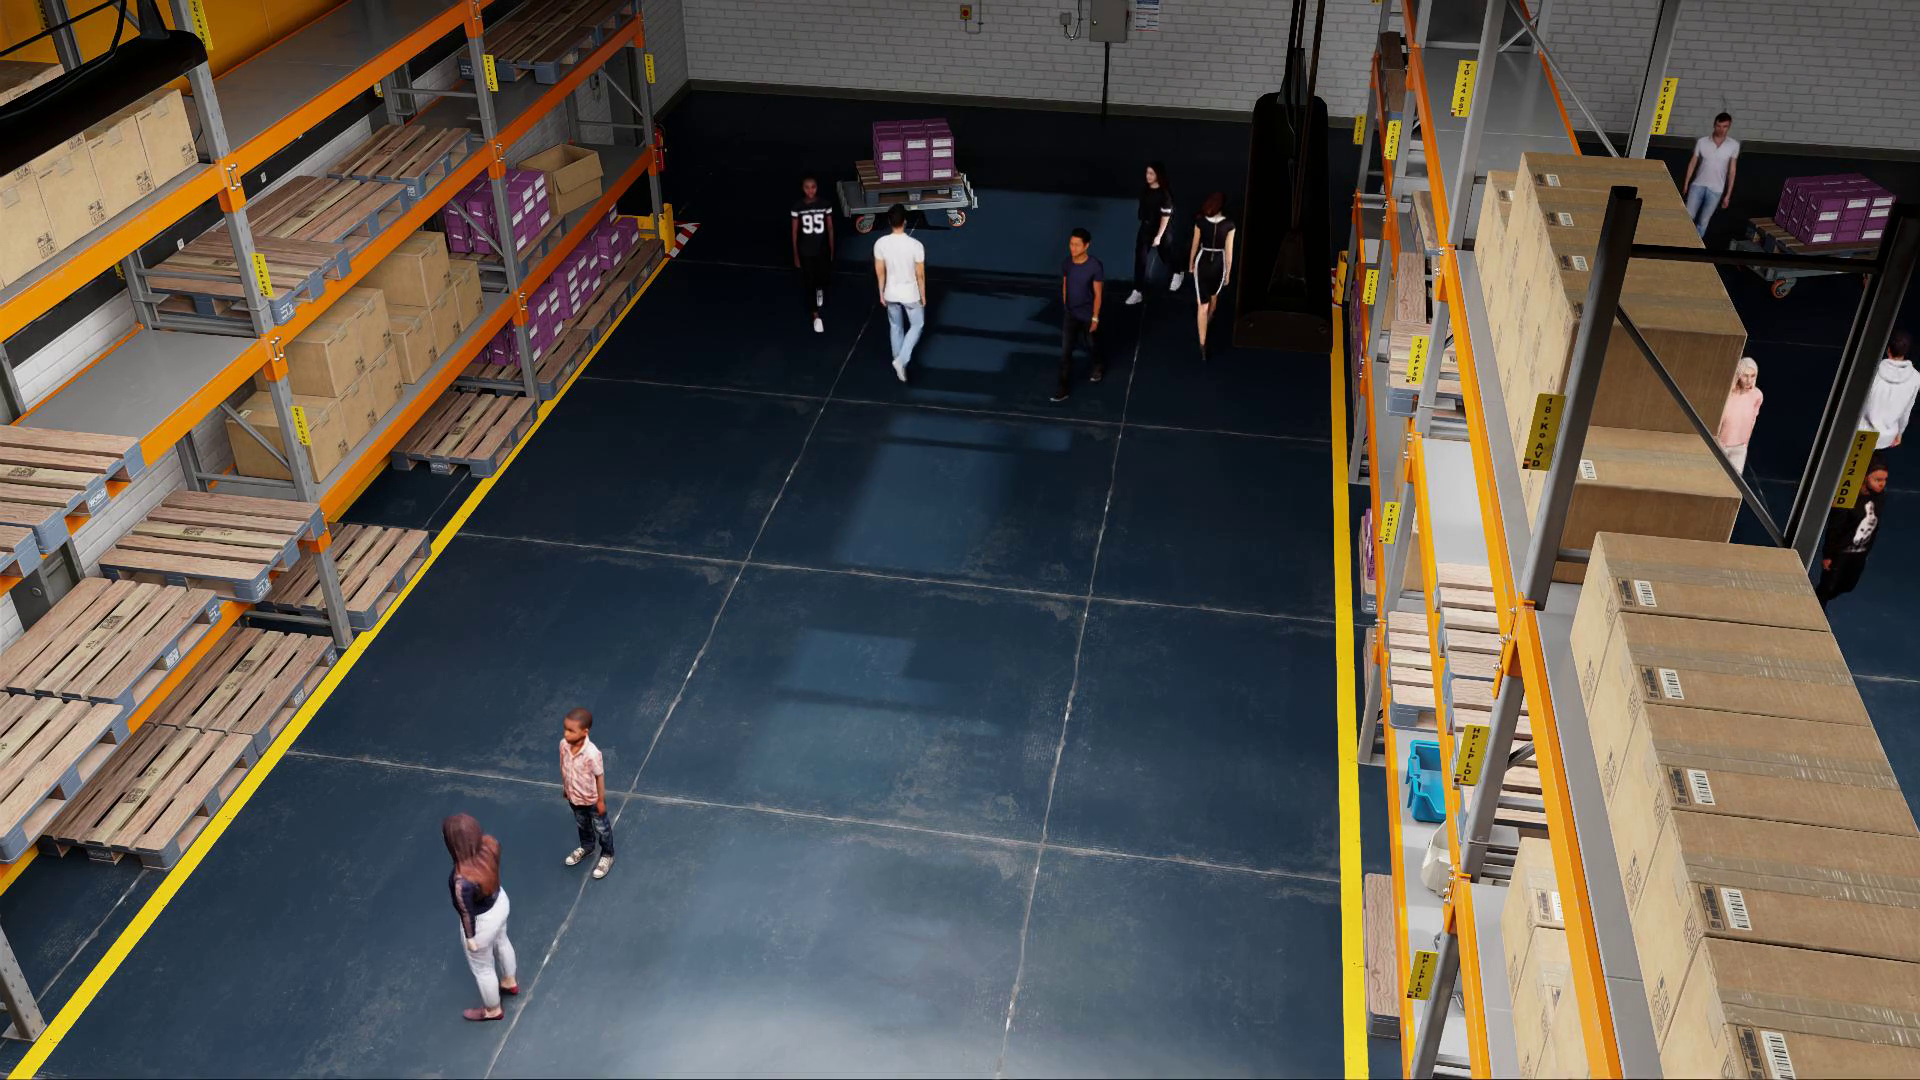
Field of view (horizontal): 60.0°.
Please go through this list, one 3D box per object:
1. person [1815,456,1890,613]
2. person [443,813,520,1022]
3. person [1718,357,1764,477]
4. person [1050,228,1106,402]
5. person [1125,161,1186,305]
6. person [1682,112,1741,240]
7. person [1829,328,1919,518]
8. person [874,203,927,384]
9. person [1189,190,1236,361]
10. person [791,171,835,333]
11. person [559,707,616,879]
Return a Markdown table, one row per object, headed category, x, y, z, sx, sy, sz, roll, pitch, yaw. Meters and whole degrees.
| category | x | y | z | sx | sy | sz | roll | pitch | yaw |
| --- | --- | --- | --- | --- | --- | --- | --- | --- | --- |
| person | 6.982 | 0.050 | 13.152 | 0.734 | 1.675 | 0.843 | -5 | 34 | -8 |
| person | -2.833 | 2.222 | 9.944 | 0.681 | 1.608 | 0.533 | 6 | 34 | 8 |
| person | 6.631 | -0.855 | 14.479 | 0.682 | 1.713 | 0.757 | -2 | 34 | -3 |
| person | 1.267 | -2.289 | 16.596 | 0.927 | 1.758 | 1.219 | 19 | 38 | 26 |
| person | 2.239 | -3.419 | 18.437 | 1.181 | 1.602 | 1.034 | -28 | 42 | -35 |
| person | 8.633 | -4.067 | 19.223 | 0.767 | 1.811 | 1.121 | 10 | 35 | 15 |
| person | 7.902 | -0.877 | 14.332 | 0.735 | 1.913 | 0.729 | 0 | 34 | 0 |
| person | -0.596 | -2.458 | 16.770 | 0.751 | 1.848 | 0.991 | 9 | 35 | 14 |
| person | 2.578 | -2.698 | 17.219 | 0.604 | 1.750 | 1.127 | 5 | 34 | 7 |
| person | -1.588 | -3.127 | 17.897 | 0.818 | 1.714 | 0.994 | -7 | 34 | -11 |
| person | -2.486 | 1.658 | 11.066 | 0.571 | 1.306 | 0.588 | 19 | 38 | 26 |
